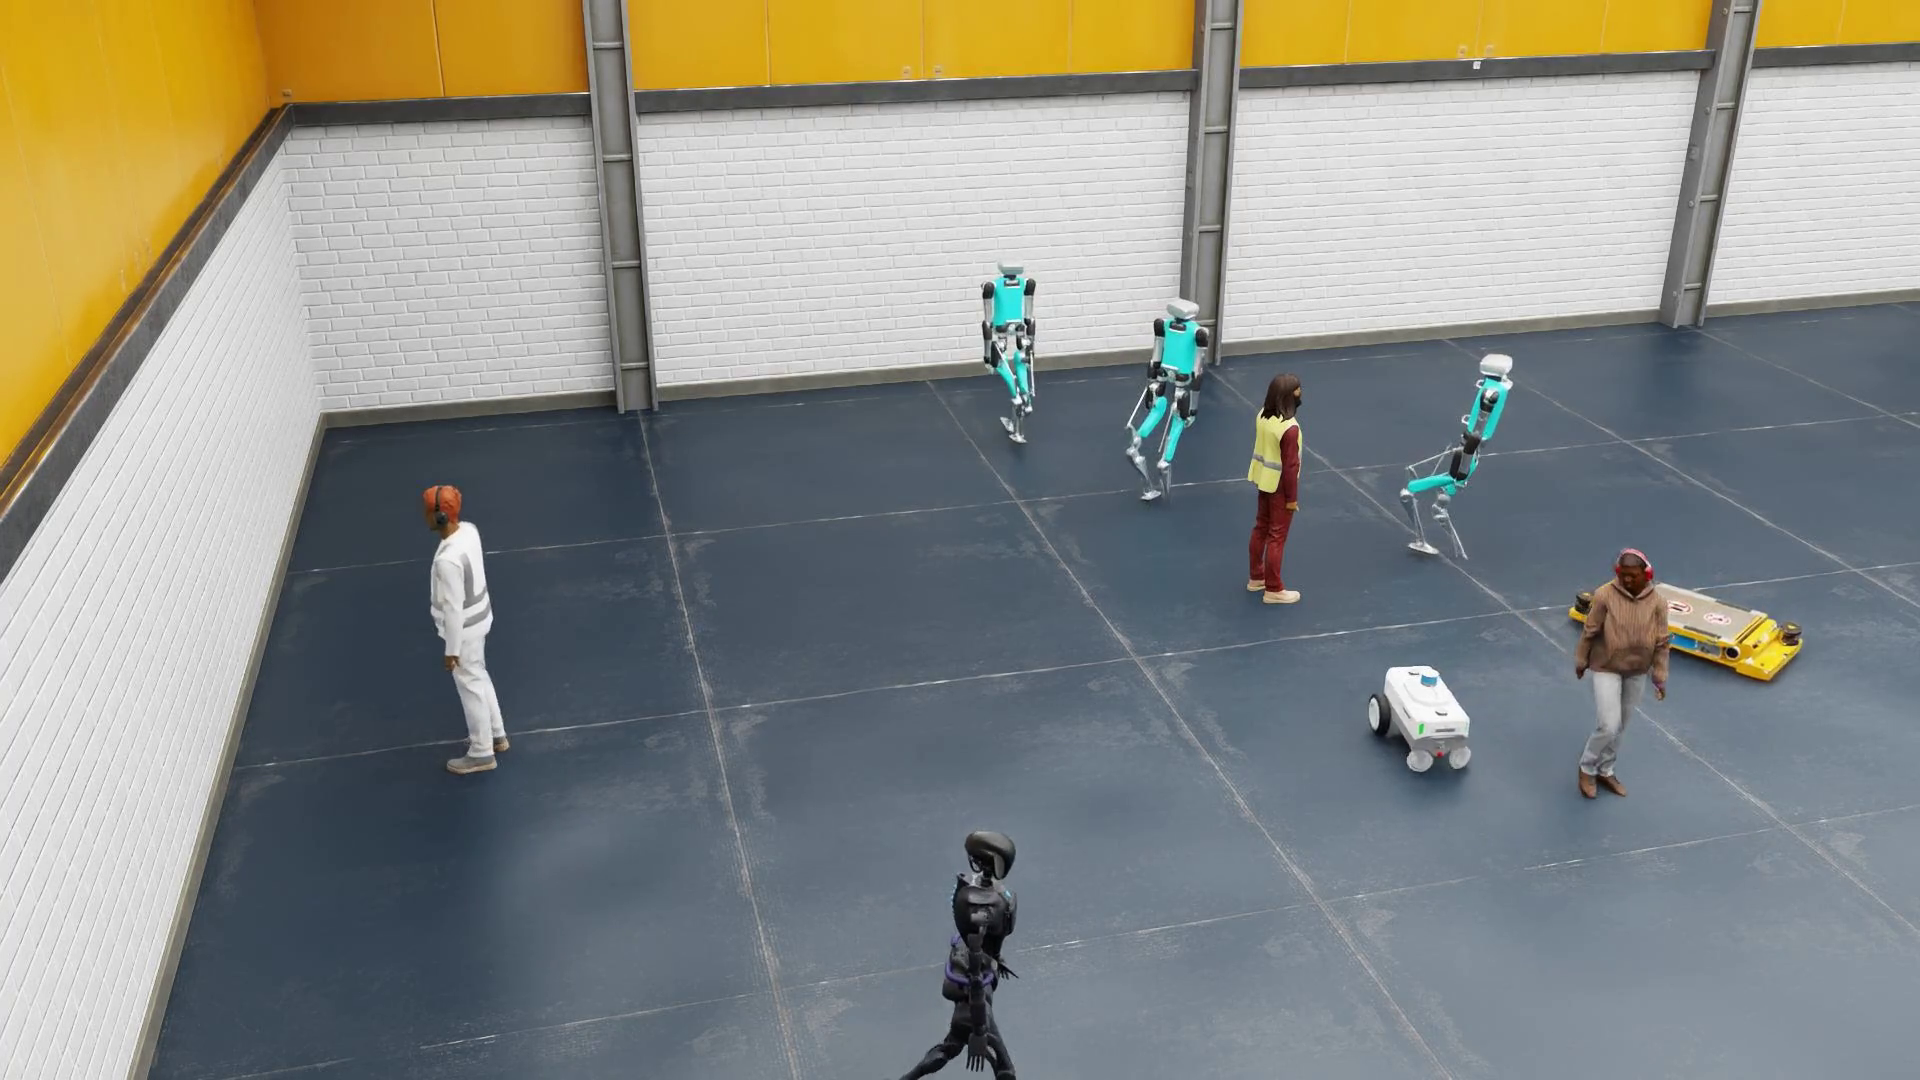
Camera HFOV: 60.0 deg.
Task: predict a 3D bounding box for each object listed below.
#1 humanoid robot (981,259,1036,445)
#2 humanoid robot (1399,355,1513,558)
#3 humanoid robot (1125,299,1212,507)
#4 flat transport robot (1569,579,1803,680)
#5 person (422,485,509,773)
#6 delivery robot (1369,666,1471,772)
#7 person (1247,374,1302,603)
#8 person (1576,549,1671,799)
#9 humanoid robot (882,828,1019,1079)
[{"bbox_3d":[0.519,-1.671,15.350,0.546,1.761,0.927,-10,26,-22],"label":"humanoid robot"},{"bbox_3d":[3.779,-0.615,12.990,0.869,1.793,0.554,12,26,24],"label":"humanoid robot"},{"bbox_3d":[1.694,-1.057,14.062,0.543,1.868,0.769,19,30,36],"label":"humanoid robot"},{"bbox_3d":[5.226,0.601,11.995,1.431,0.231,0.659,21,31,39],"label":"flat transport robot"},{"bbox_3d":[-3.032,0.544,10.128,0.355,1.883,0.575,-1,24,-2],"label":"person"},{"bbox_3d":[2.942,1.091,10.528,0.517,0.595,0.767,-2,24,-4],"label":"delivery robot"},{"bbox_3d":[2.347,-0.383,12.370,0.378,1.769,0.468,-8,25,-18],"label":"person"},{"bbox_3d":[3.916,0.803,9.841,0.428,1.633,0.420,-3,24,-6],"label":"person"},{"bbox_3d":[0.018,1.948,7.269,0.799,1.645,0.609,3,24,7],"label":"humanoid robot"}]
